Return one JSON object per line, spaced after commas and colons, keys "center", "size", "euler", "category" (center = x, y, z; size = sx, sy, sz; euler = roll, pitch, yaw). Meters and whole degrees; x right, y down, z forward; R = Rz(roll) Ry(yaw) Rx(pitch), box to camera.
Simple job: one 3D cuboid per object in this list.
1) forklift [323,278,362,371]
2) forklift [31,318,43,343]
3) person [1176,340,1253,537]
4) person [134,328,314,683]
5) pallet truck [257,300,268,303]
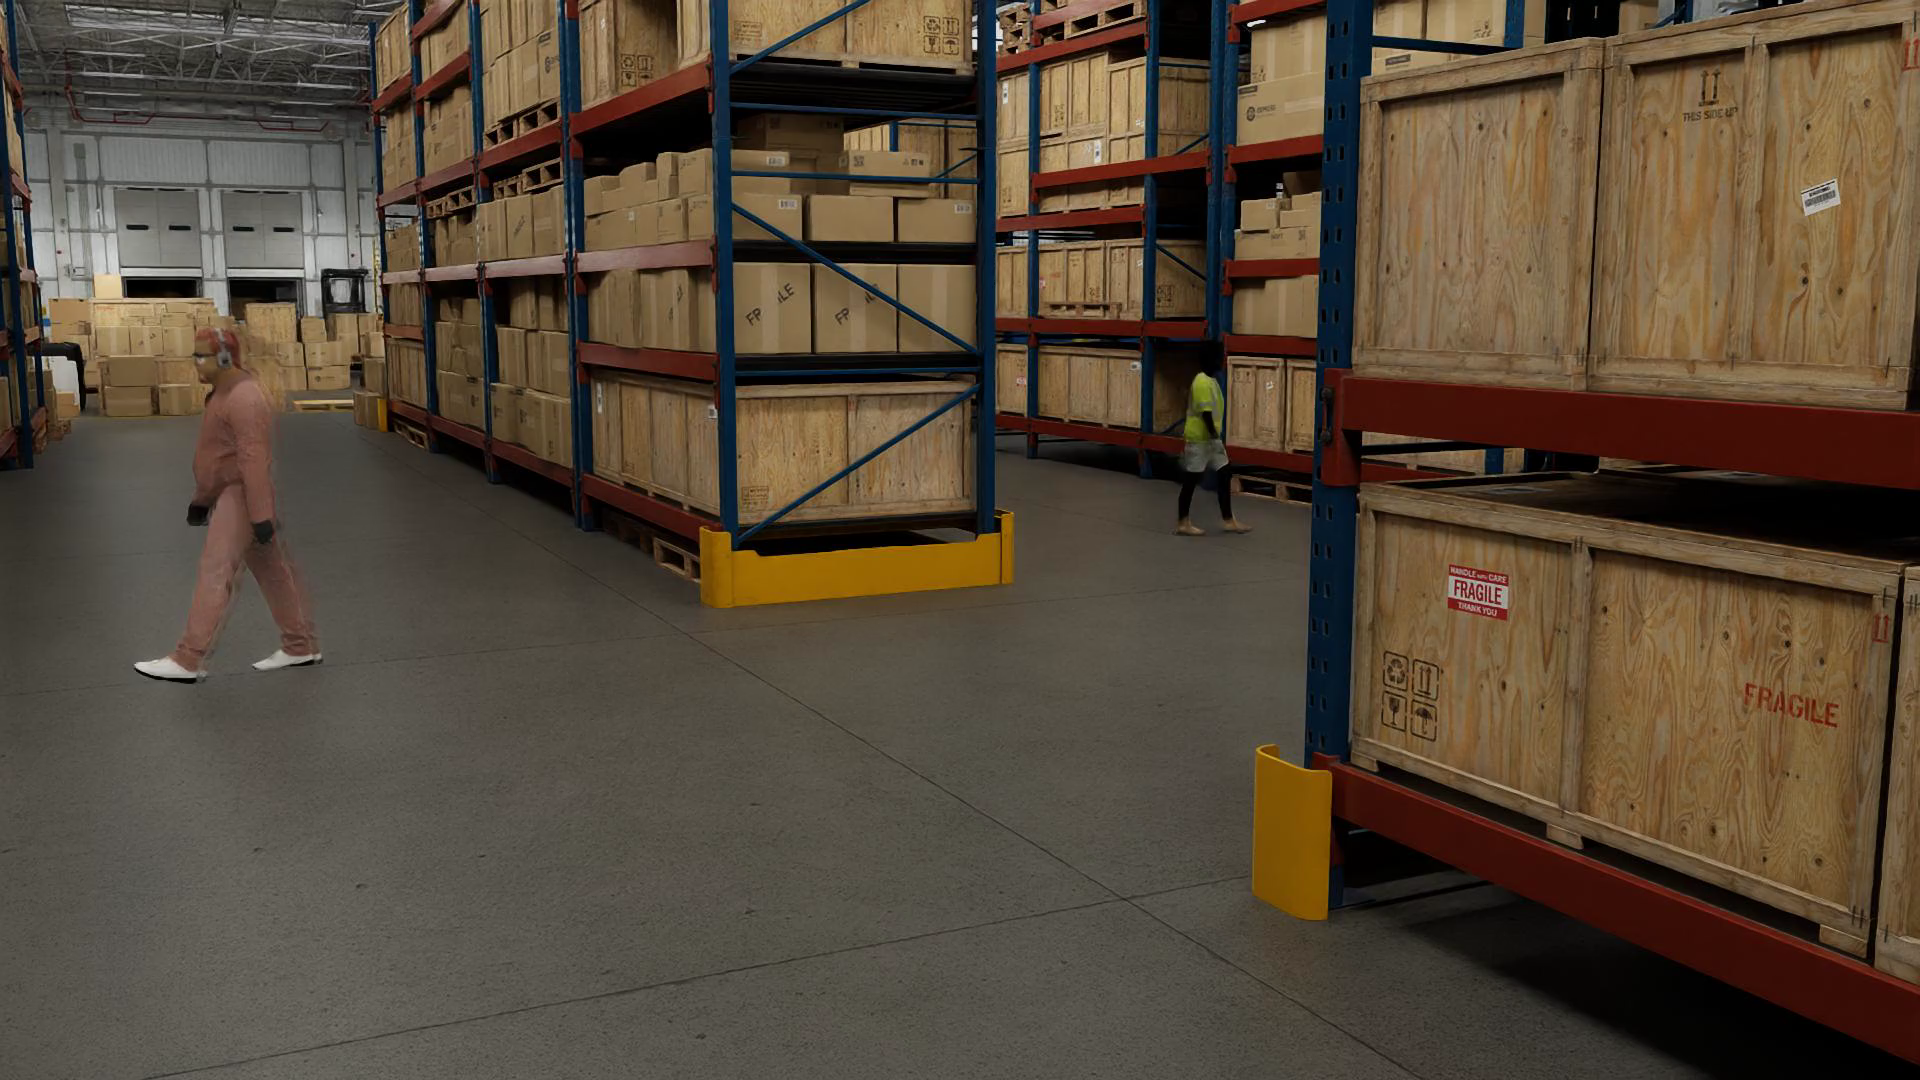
{"center": [-16.624, -5.900, 44.776], "size": [1.129, 2.768, 1.873], "euler": [-5, 9, -29], "category": "forklift"}
{"center": [-30.587, -7.279, 54.283], "size": [1.129, 2.768, 1.873], "euler": [-4, 9, -26], "category": "forklift"}
{"center": [2.169, -0.841, 14.036], "size": [0.735, 1.667, 0.540], "euler": [4, 9, 25], "category": "person"}
{"center": [-3.945, -0.180, 8.838], "size": [0.957, 1.864, 0.667], "euler": [-4, 9, -25], "category": "person"}
{"center": [-23.913, -7.404, 58.171], "size": [1.885, 1.965, 0.823], "euler": [-1, 8, -9], "category": "pallet truck"}
